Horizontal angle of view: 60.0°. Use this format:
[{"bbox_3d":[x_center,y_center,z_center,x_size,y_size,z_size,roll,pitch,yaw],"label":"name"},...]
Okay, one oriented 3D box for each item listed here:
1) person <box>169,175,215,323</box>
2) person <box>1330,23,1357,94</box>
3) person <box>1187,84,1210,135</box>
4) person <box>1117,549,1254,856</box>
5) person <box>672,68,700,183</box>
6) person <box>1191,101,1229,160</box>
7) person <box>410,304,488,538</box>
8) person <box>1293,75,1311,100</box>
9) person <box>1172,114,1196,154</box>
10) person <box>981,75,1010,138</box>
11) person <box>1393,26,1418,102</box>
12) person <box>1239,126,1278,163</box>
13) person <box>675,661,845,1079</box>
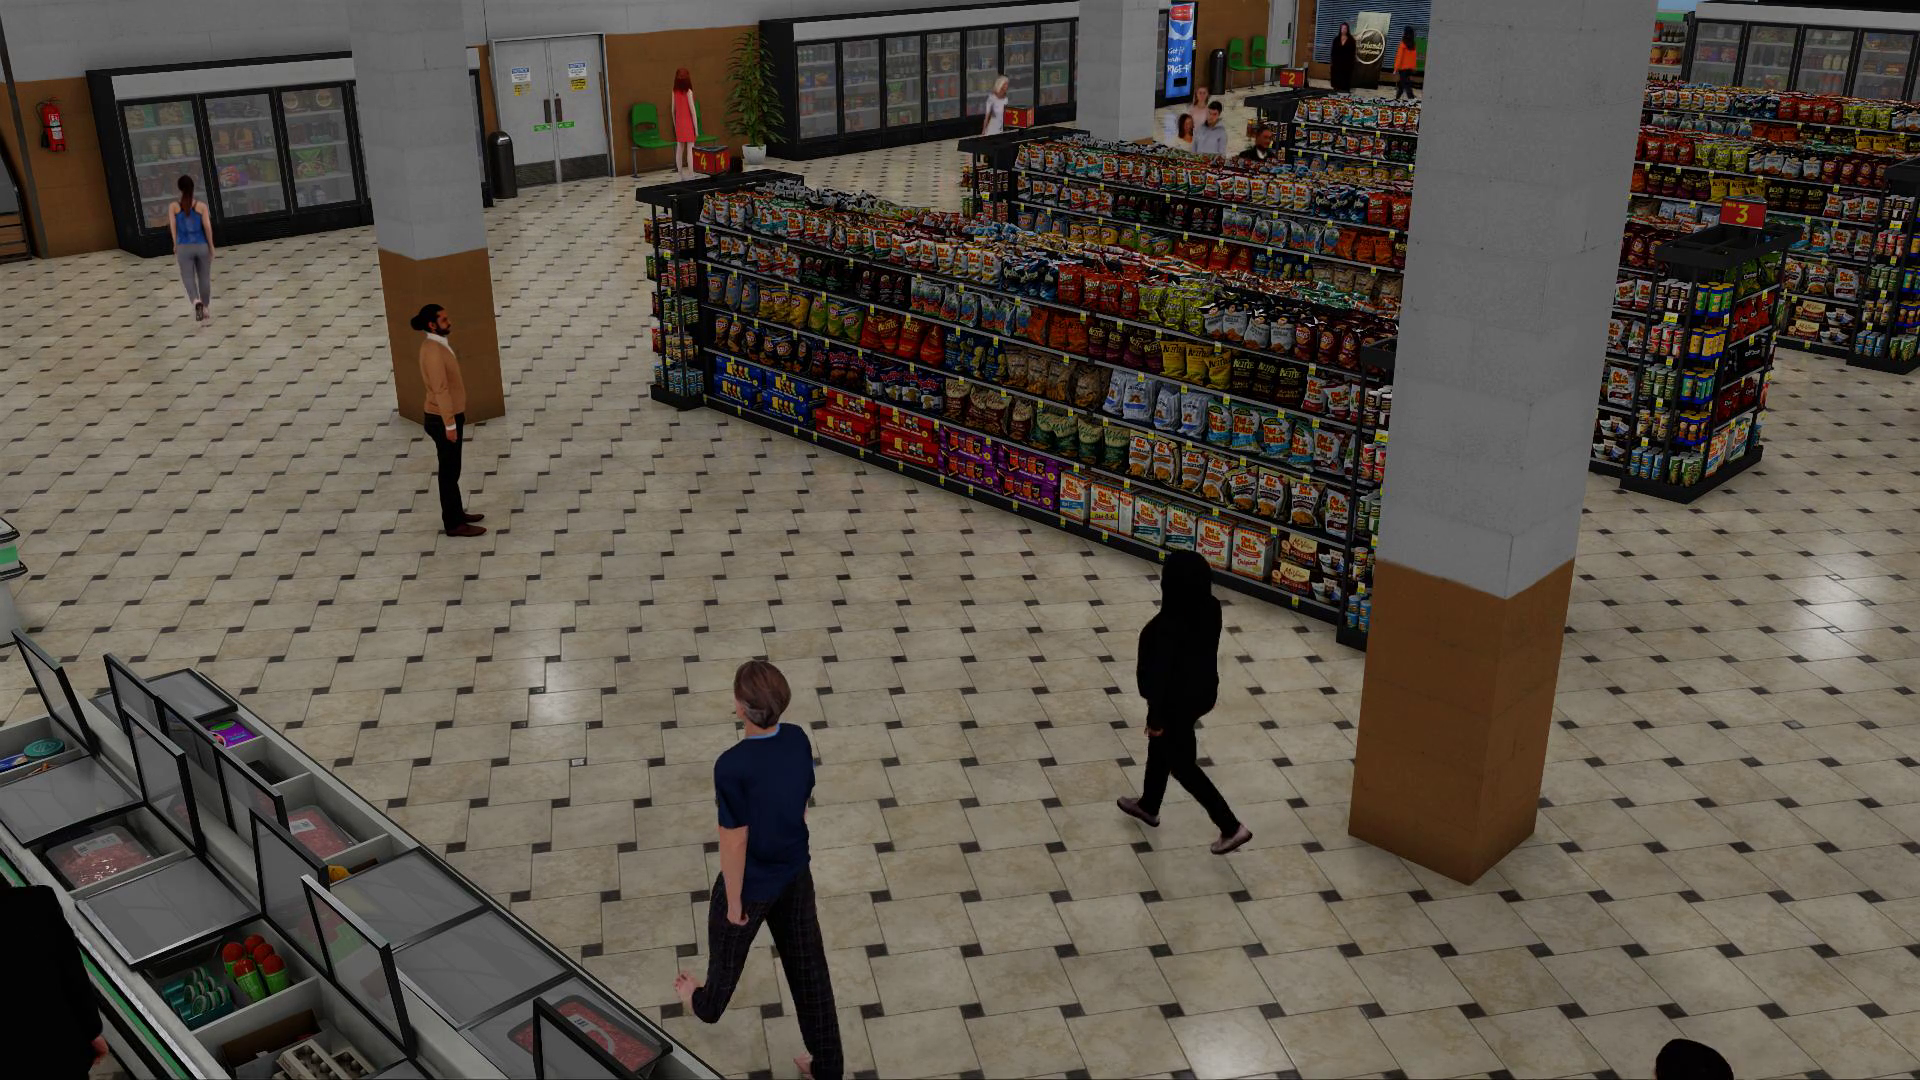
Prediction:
[{"bbox_3d":[-8.431,-3.172,18.278,0.770,1.592,1.039,-10,24,-24],"label":"person"},{"bbox_3d":[8.113,-10.009,35.097,0.793,1.737,0.856,10,24,24],"label":"person"},{"bbox_3d":[3.517,-5.749,24.405,1.045,1.805,1.063,1,22,4],"label":"person"},{"bbox_3d":[1.170,0.840,8.298,1.095,1.588,0.745,15,27,33],"label":"person"},{"bbox_3d":[-4.352,-6.522,26.300,0.510,1.826,0.699,14,26,32],"label":"person"},{"bbox_3d":[3.334,-4.865,22.069,0.627,1.906,0.814,18,28,37],"label":"person"},{"bbox_3d":[-3.838,-0.902,12.410,0.811,1.755,0.694,-7,23,-16],"label":"person"},{"bbox_3d":[5.544,-6.702,26.977,1.091,1.656,0.980,3,22,7],"label":"person"},{"bbox_3d":[3.031,-4.924,22.562,0.756,1.649,1.093,-14,26,-31],"label":"person"},{"bbox_3d":[0.476,-6.438,26.247,0.595,1.709,0.693,-18,28,-37],"label":"person"},{"bbox_3d":[9.266,-9.646,34.235,0.742,1.707,1.070,-19,29,-39],"label":"person"},{"bbox_3d":[3.489,-3.990,19.903,0.980,1.898,1.059,-6,23,-15],"label":"person"},{"bbox_3d":[-0.699,1.393,6.613,0.674,1.817,1.145,-20,29,-41],"label":"person"}]
